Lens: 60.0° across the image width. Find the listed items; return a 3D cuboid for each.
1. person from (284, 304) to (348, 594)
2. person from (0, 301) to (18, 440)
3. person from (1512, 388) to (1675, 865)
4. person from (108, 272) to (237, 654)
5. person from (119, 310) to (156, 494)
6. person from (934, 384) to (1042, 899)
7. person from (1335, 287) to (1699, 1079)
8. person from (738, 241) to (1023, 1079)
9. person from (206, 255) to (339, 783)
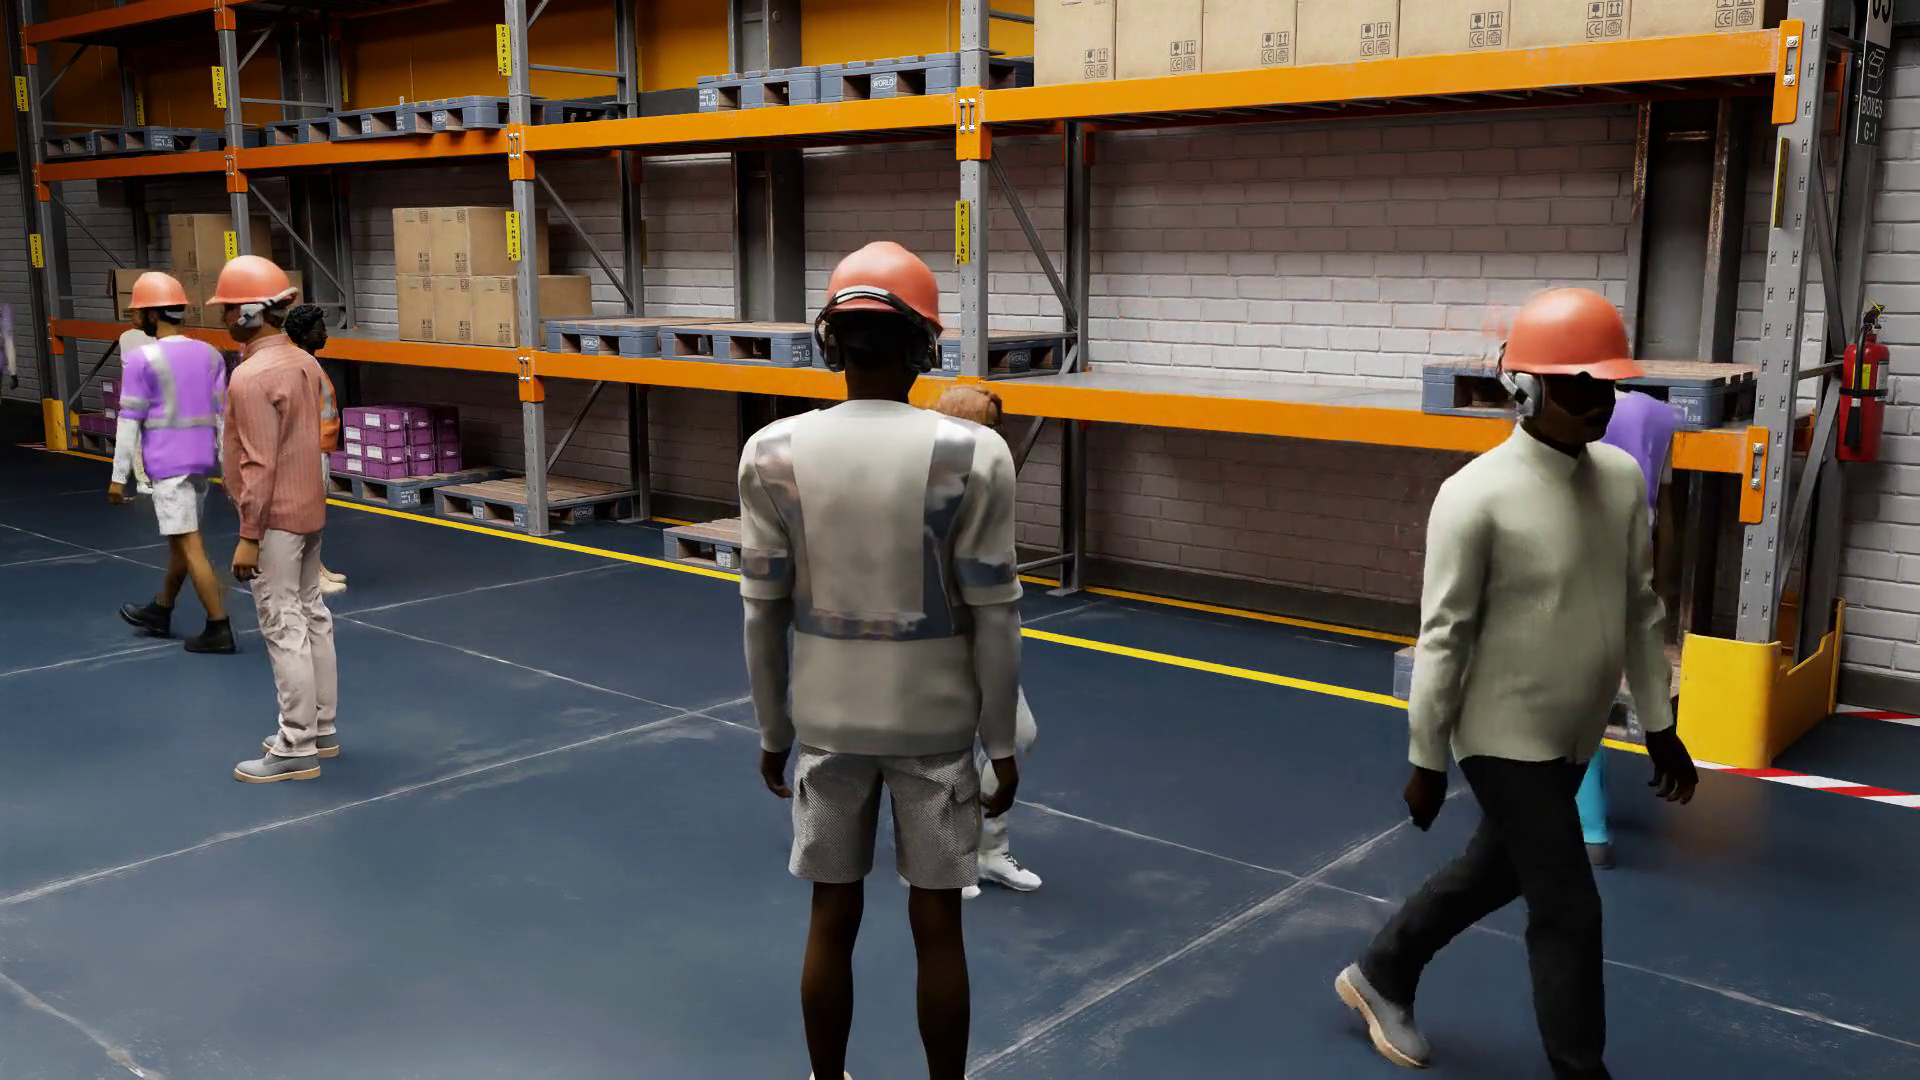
[{"bbox_3d":[-3.804,-0.531,9.786,0.316,1.696,0.530,-3,11,-19],"label":"person"},{"bbox_3d":[-9.151,-1.638,15.546,0.596,1.888,0.939,-7,12,-34],"label":"person"},{"bbox_3d":[2.031,0.133,5.649,0.595,1.813,0.776,-3,10,-15],"label":"person"},{"bbox_3d":[-4.021,-0.379,8.346,0.889,1.896,0.561,3,11,18],"label":"person"},{"bbox_3d":[-6.682,-1.195,13.775,0.281,1.625,0.493,6,12,33],"label":"person"},{"bbox_3d":[0.055,0.334,5.083,0.549,1.611,0.517,5,11,26],"label":"person"},{"bbox_3d":[1.243,0.408,3.752,0.610,1.958,1.025,-8,13,-37],"label":"person"},{"bbox_3d":[-0.160,0.389,3.589,0.605,2.035,0.384,2,10,11],"label":"person"},{"bbox_3d":[-2.612,-0.077,6.351,0.378,1.995,0.608,0,10,-2],"label":"person"}]
